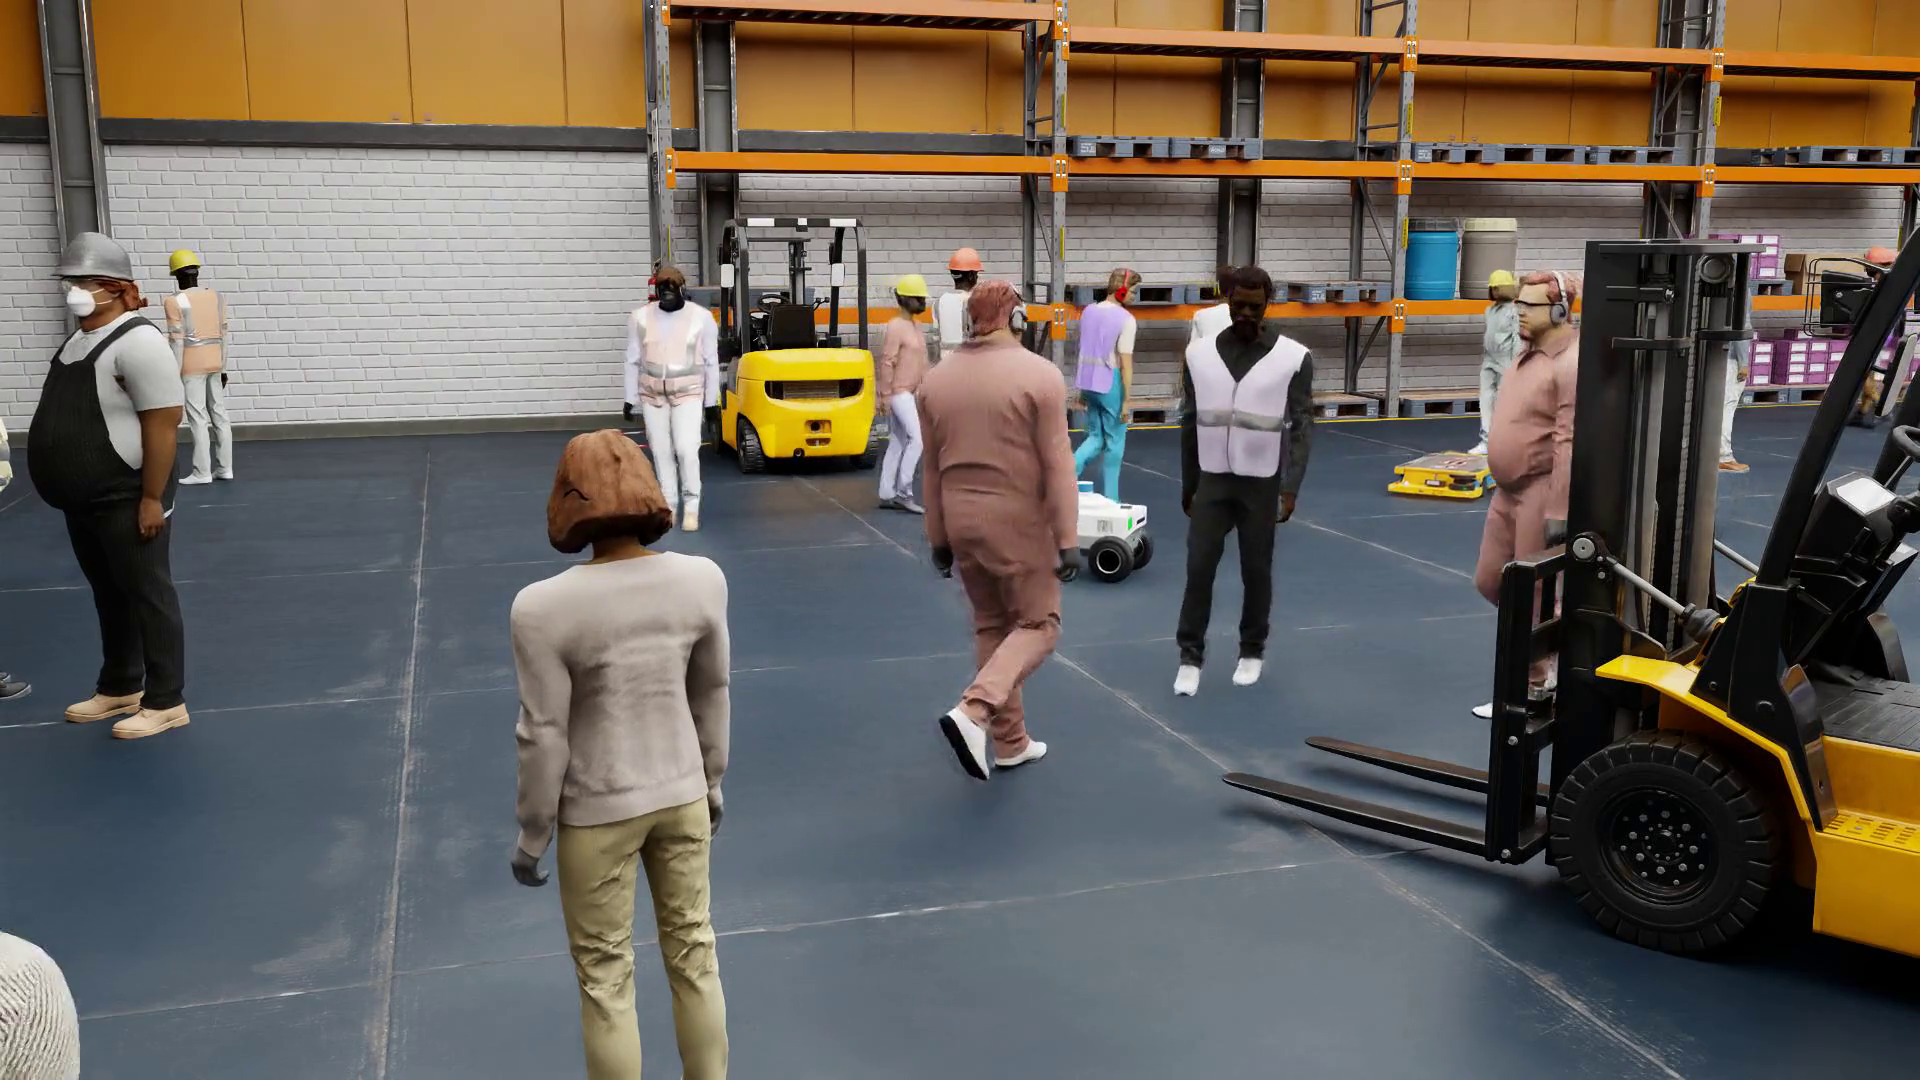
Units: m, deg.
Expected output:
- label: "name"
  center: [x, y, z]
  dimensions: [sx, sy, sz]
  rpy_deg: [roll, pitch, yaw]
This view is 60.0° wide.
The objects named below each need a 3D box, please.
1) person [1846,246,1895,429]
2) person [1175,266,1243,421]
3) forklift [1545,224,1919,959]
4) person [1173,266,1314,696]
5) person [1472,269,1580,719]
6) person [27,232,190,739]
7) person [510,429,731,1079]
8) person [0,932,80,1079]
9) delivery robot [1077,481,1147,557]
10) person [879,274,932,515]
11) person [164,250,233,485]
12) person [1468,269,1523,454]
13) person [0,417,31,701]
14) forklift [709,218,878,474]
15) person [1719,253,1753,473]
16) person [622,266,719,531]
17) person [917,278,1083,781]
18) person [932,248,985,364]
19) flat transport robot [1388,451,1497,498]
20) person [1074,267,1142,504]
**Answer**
- label: "person"
  center: [9.606, -2.119, 17.493]
  dimensions: [0.564, 1.932, 0.511]
  rpy_deg: [-9, 14, -41]
- label: "person"
  center: [1.850, -0.997, 11.645]
  dimensions: [0.581, 1.816, 0.941]
  rpy_deg: [8, 13, 36]
- label: "forklift"
  center: [2.909, 0.117, 4.508]
  dimensions: [2.313, 2.155, 1.214]
  rpy_deg: [9, 14, 40]
- label: "person"
  center: [1.262, -0.259, 7.407]
  dimensions: [0.617, 1.893, 0.599]
  rpy_deg: [4, 11, 23]
- label: "person"
  center: [2.450, -0.178, 6.956]
  dimensions: [0.512, 1.891, 0.649]
  rpy_deg: [-1, 10, -8]
- label: "person"
  center: [-3.480, -0.218, 6.767]
  dimensions: [0.689, 2.000, 0.539]
  rpy_deg: [8, 13, 37]
- label: "person"
  center: [-0.707, 0.578, 3.521]
  dimensions: [0.499, 1.633, 0.281]
  rpy_deg: [-9, 13, -40]
- label: "person"
  center: [-0.903, 0.874, 1.346]
  dimensions: [0.508, 1.832, 0.385]
  rpy_deg: [0, 10, -1]
- label: "delivery robot"
  center: [0.746, -0.109, 9.987]
  dimensions: [0.707, 0.478, 0.477]
  rpy_deg: [4, 11, 22]
- label: "person"
  center: [-0.371, -1.059, 12.183]
  dimensions: [0.581, 1.746, 0.538]
  rpy_deg: [3, 11, 16]
- label: "person"
  center: [-6.250, -1.406, 13.618]
  dimensions: [0.382, 1.917, 0.585]
  rpy_deg: [4, 11, 22]
- label: "person"
  center: [5.084, -1.657, 15.518]
  dimensions: [0.616, 1.721, 0.492]
  rpy_deg: [-5, 12, -27]
- label: "person"
  center: [-4.343, -0.193, 7.232]
  dimensions: [0.403, 1.826, 0.589]
  rpy_deg: [-10, 14, -42]
- label: "forklift"
  center: [-1.522, -1.778, 14.899]
  dimensions: [1.214, 2.155, 2.313]
  rpy_deg: [-3, 11, -17]
- label: "person"
  center: [6.617, -1.552, 14.365]
  dimensions: [0.371, 1.940, 0.630]
  rpy_deg: [-1, 10, -6]
- label: "person"
  center: [-2.001, -0.961, 11.456]
  dimensions: [0.637, 1.824, 0.587]
  rpy_deg: [1, 10, 5]
- label: "person"
  center: [0.111, -0.019, 6.140]
  dimensions: [0.707, 1.869, 0.647]
  rpy_deg: [8, 13, 39]
- label: "person"
  center: [0.035, -1.273, 12.831]
  dimensions: [0.543, 1.939, 0.355]
  rpy_deg: [10, 14, 42]
- label: "flat transport robot"
  center: [3.992, -0.536, 13.365]
  dimensions: [0.652, 0.197, 1.431]
  rpy_deg: [7, 12, 32]
- label: "person"
  center: [1.013, -1.059, 12.009]
  dimensions: [0.615, 1.807, 0.630]
  rpy_deg: [-7, 13, -35]
